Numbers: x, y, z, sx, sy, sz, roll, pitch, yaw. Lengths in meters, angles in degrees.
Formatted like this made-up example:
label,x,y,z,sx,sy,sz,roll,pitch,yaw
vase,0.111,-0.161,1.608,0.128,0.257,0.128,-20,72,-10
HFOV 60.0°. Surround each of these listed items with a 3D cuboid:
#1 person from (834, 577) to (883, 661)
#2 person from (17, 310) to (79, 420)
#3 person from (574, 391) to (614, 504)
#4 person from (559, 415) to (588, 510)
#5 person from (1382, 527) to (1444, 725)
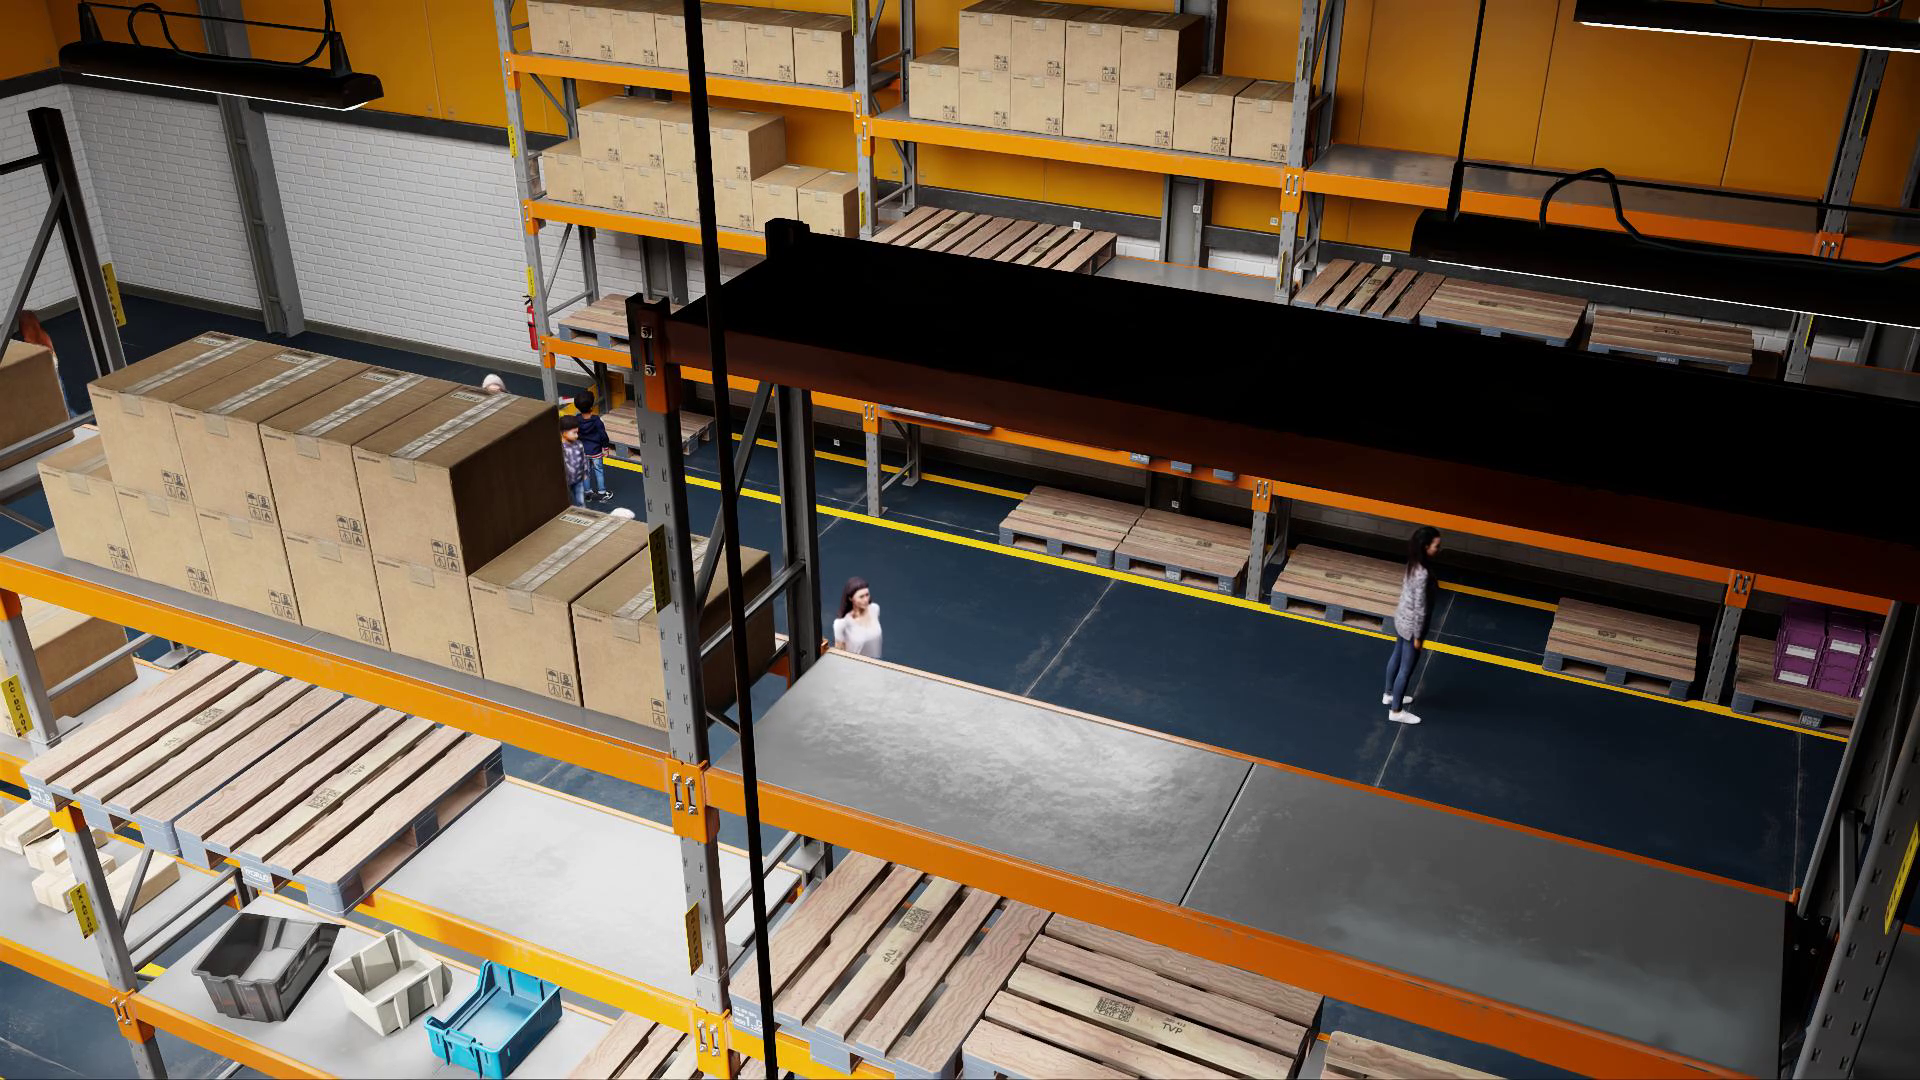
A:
label,x,y,z,sx,sy,sz,roll,pitch,yaw
person,-0.839,1.017,13.003,0.990,1.671,0.784,24,37,37
person,-9.739,-1.656,17.862,0.983,1.712,0.568,12,31,21
person,-3.804,-0.963,17.103,0.486,1.221,0.628,5,29,8
person,-3.907,-0.668,16.562,0.771,1.221,0.905,-16,33,-27
person,3.695,0.666,13.583,0.647,1.731,0.677,2,29,3
